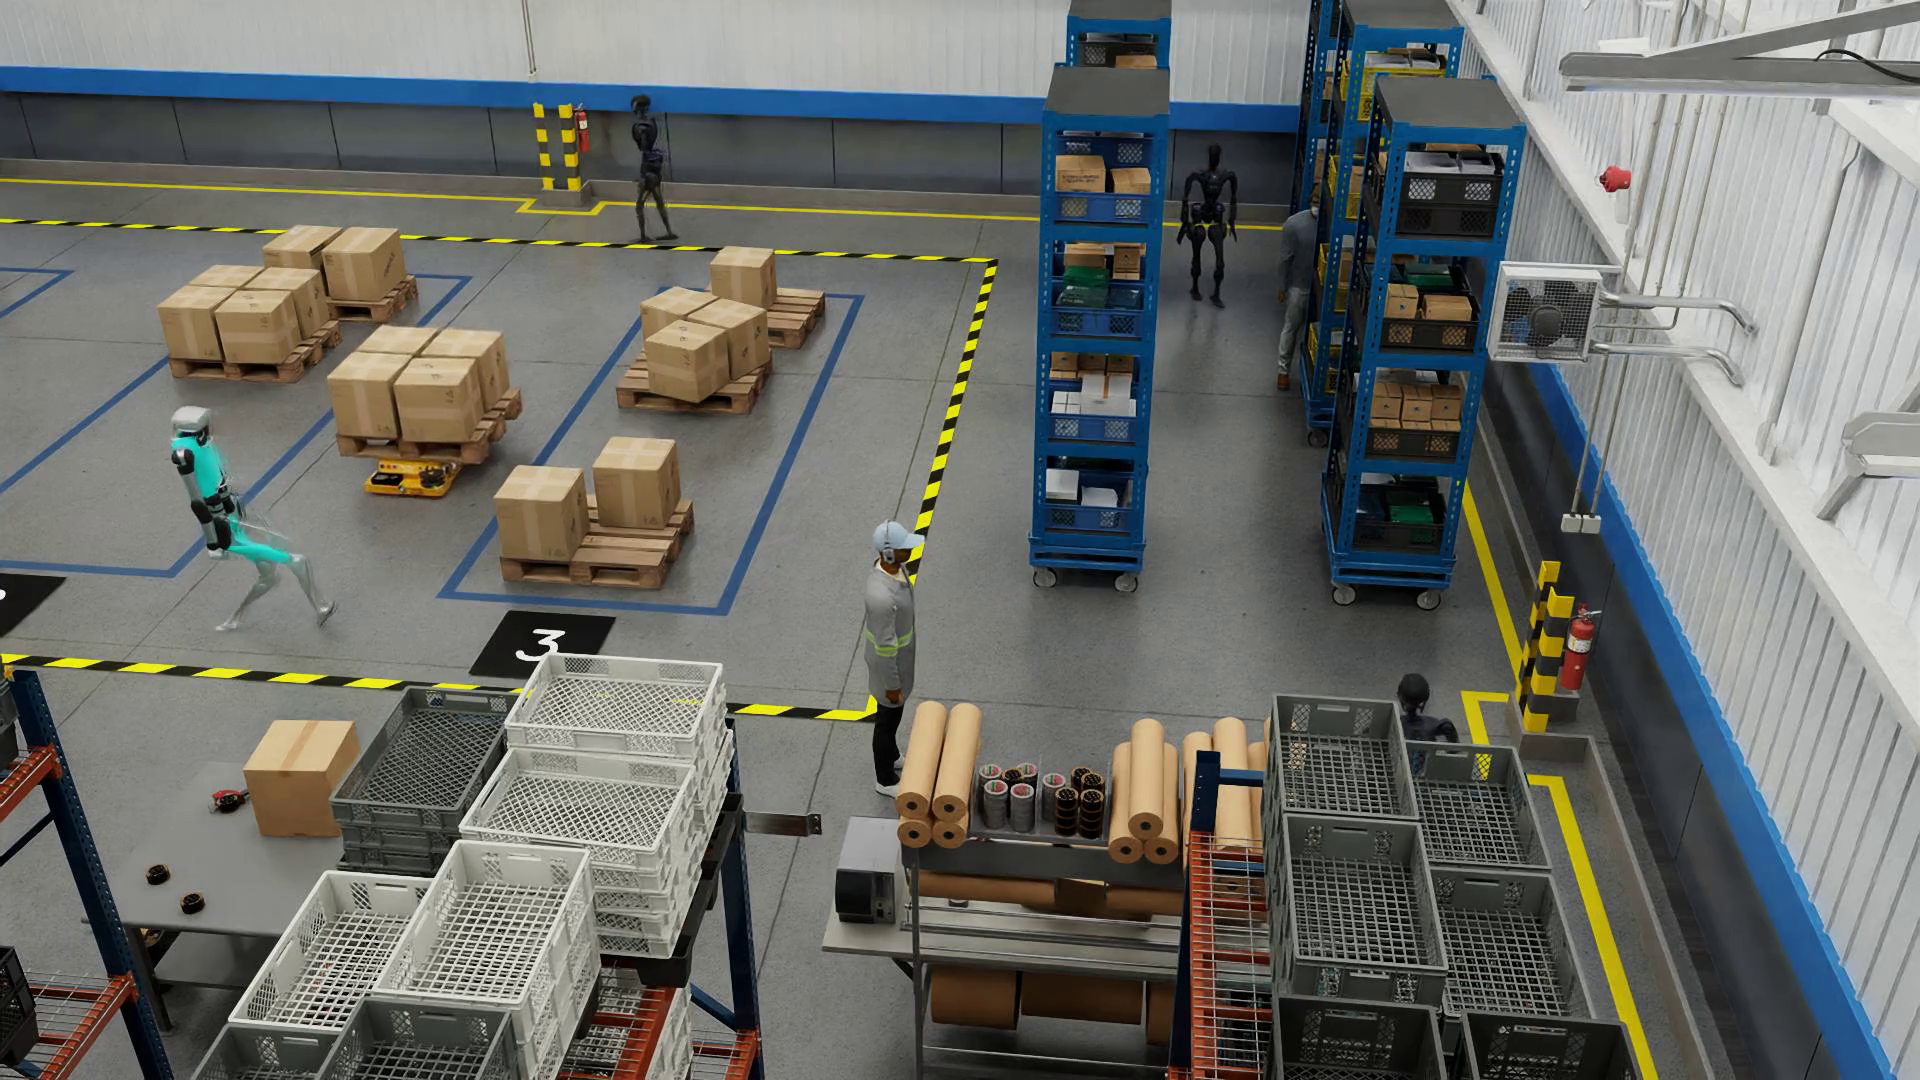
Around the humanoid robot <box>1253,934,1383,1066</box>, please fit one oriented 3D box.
[{"bbox_3d":[1.400,2.406,7.180,0.676,1.886,0.536,-12,32,-20],"label":"humanoid robot"}]

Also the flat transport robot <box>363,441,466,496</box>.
[{"bbox_3d":[-4.428,-0.801,14.022,0.652,0.197,1.431,3,30,6],"label":"flat transport robot"}]

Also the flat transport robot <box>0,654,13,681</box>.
[{"bbox_3d":[-7.142,0.969,11.010,1.431,0.231,0.659,3,30,6],"label":"flat transport robot"}]

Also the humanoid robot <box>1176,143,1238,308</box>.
[{"bbox_3d":[2.500,-3.173,16.729,0.615,1.641,0.541,-2,30,-4],"label":"humanoid robot"}]

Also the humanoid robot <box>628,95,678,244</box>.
[{"bbox_3d":[-3.446,-4.078,18.277,0.545,1.644,0.601,-2,30,-3],"label":"humanoid robot"}]

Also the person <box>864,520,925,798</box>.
[{"bbox_3d":[-0.383,0.703,9.892,0.367,1.852,0.589,2,30,3],"label":"person"}]

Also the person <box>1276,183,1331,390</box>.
[{"bbox_3d":[3.160,-2.276,14.927,0.628,1.935,0.369,-1,30,-2],"label":"person"}]

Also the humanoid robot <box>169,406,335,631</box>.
[{"bbox_3d":[-4.794,-0.118,11.454,0.990,1.774,0.539,-4,31,-8],"label":"humanoid robot"}]

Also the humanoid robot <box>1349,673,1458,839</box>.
[{"bbox_3d":[2.348,1.390,8.905,0.587,1.630,0.713,-1,30,-1],"label":"humanoid robot"}]
